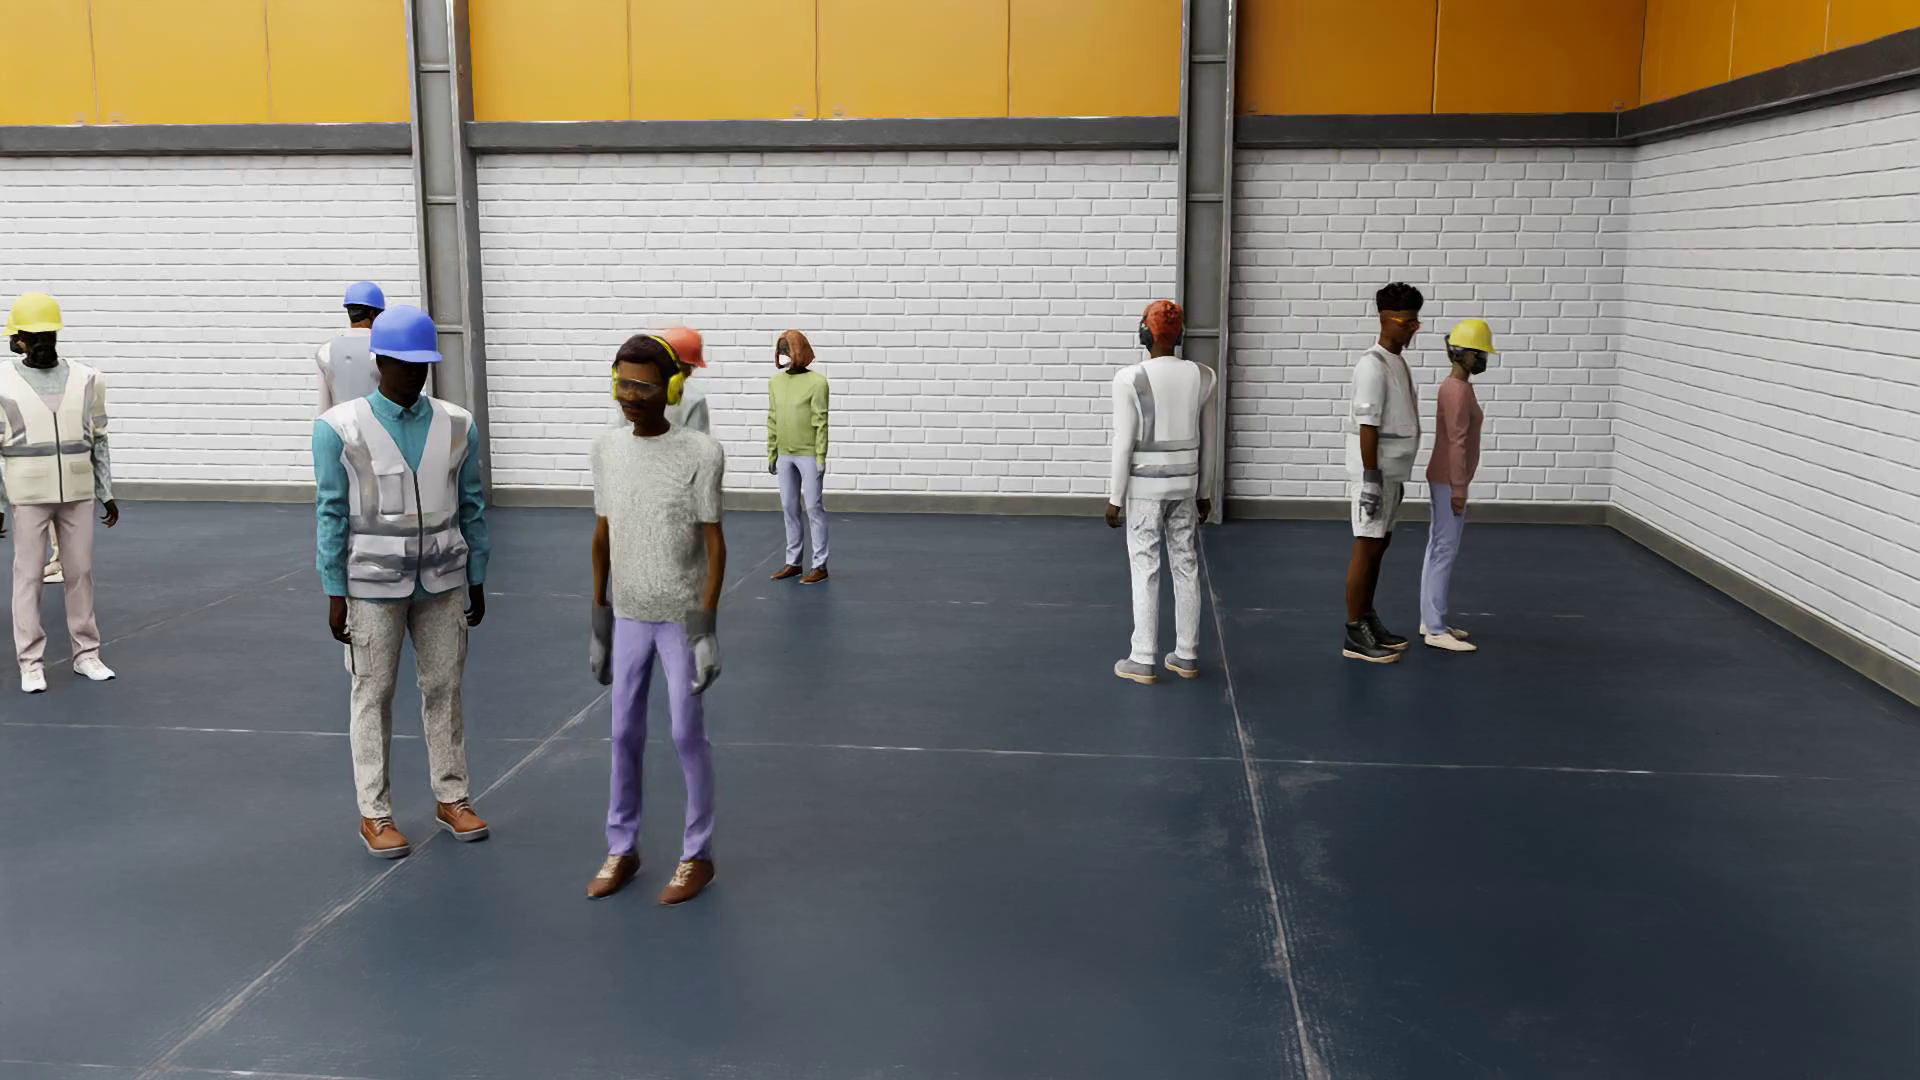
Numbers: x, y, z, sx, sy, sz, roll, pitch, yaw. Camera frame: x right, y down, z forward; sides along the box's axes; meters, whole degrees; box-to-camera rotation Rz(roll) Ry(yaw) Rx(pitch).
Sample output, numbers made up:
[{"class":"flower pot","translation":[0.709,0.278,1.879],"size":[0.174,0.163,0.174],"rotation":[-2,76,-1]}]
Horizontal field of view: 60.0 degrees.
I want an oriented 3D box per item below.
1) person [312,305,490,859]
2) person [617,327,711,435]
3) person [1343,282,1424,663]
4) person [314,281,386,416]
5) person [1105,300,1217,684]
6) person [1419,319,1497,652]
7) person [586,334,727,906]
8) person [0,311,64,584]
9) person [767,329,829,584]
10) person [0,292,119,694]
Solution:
[{"class":"person","translation":[-1.950,0.146,5.878],"size":[0.604,1.939,0.415],"rotation":[-8,13,-38]},{"class":"person","translation":[-1.643,-0.317,9.198],"size":[0.622,1.711,0.374],"rotation":[4,11,24]},{"class":"person","translation":[2.206,-0.358,8.682],"size":[0.367,1.961,0.609],"rotation":[5,11,26]},{"class":"person","translation":[-3.557,-0.584,10.046],"size":[0.602,1.938,0.403],"rotation":[2,10,11]},{"class":"person","translation":[0.990,-0.233,8.199],"size":[0.584,1.879,0.339],"rotation":[-4,11,-24]},{"class":"person","translation":[2.666,-0.297,8.913],"size":[0.336,1.762,0.526],"rotation":[2,10,13]},{"class":"person","translation":[-0.987,0.261,5.422],"size":[0.536,1.867,0.337],"rotation":[3,10,18]},{"class":"person","translation":[-5.886,-0.598,10.653],"size":[0.517,1.757,0.337],"rotation":[9,13,41]},{"class":"person","translation":[-1.036,-0.531,10.647],"size":[0.494,1.624,0.280],"rotation":[7,12,34]},{"class":"person","translation":[-4.398,-0.233,8.068],"size":[0.385,1.925,0.591],"rotation":[9,13,42]}]
